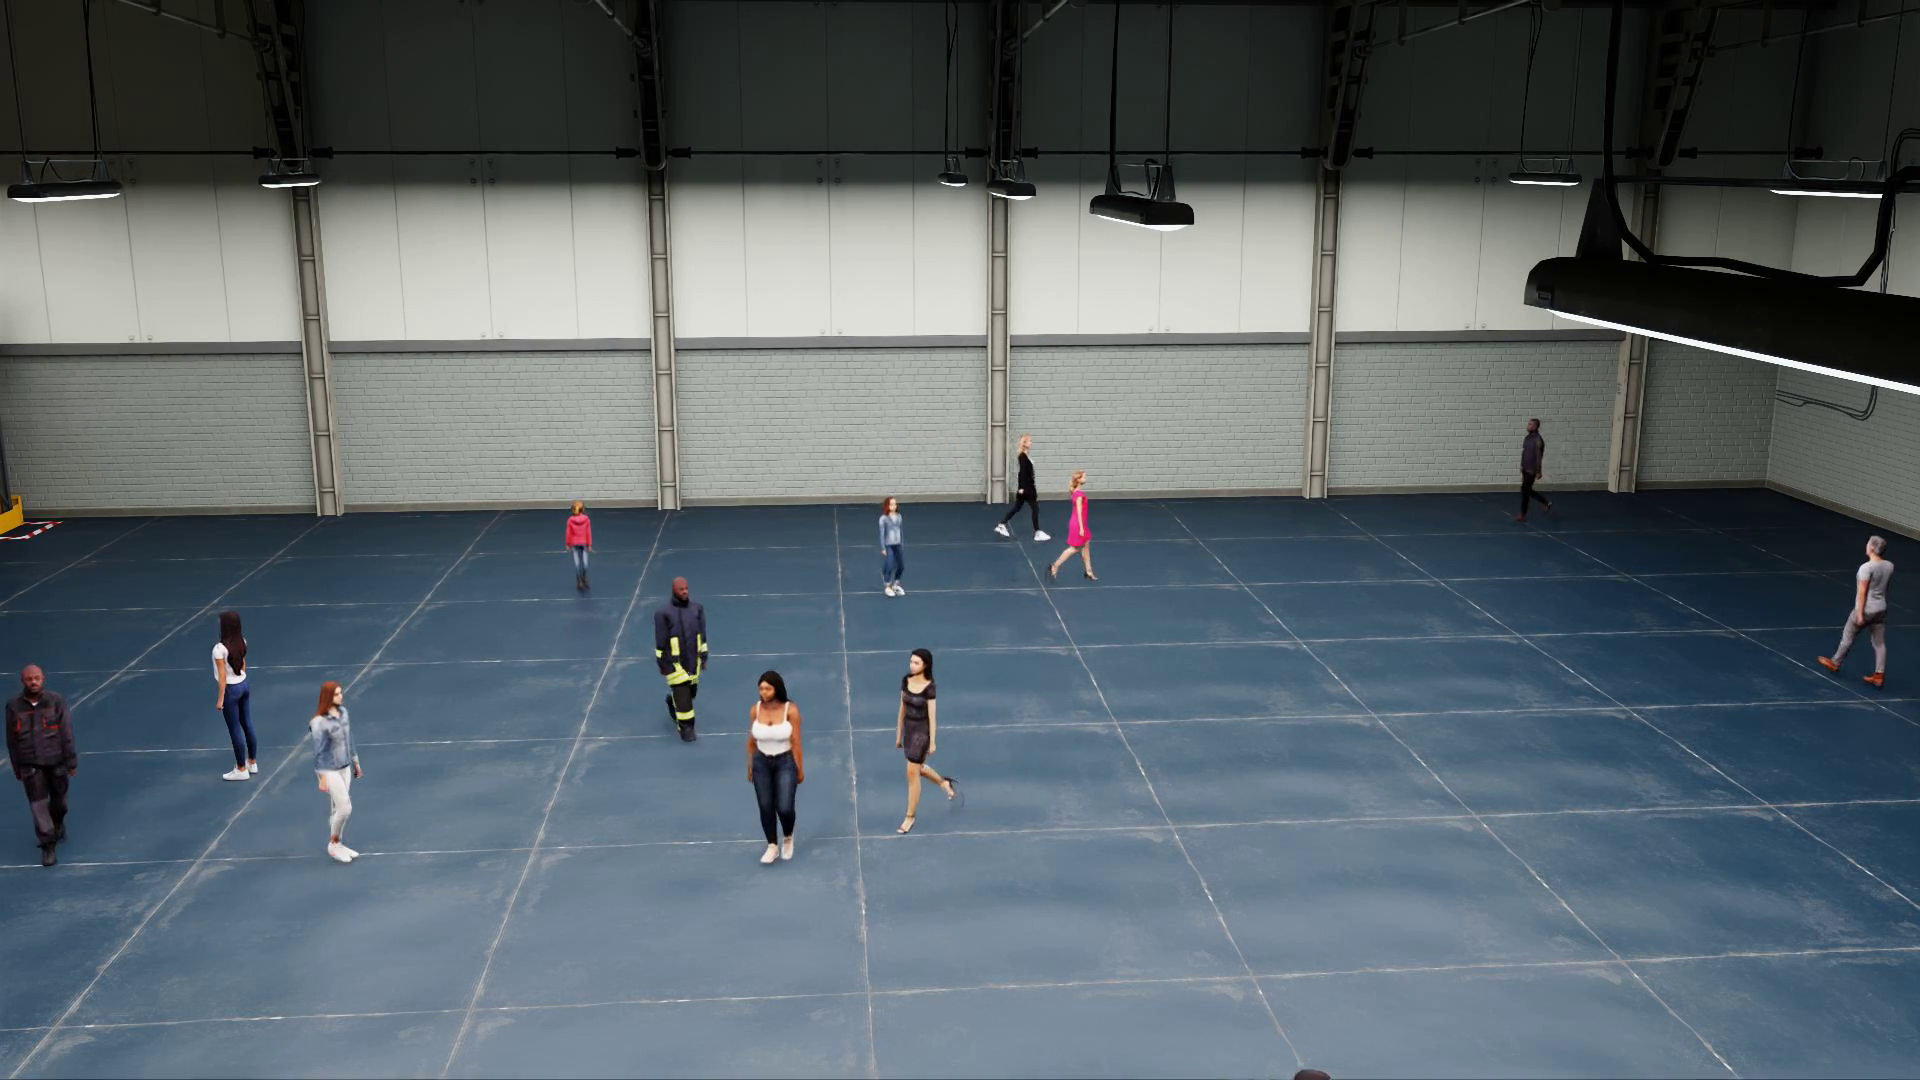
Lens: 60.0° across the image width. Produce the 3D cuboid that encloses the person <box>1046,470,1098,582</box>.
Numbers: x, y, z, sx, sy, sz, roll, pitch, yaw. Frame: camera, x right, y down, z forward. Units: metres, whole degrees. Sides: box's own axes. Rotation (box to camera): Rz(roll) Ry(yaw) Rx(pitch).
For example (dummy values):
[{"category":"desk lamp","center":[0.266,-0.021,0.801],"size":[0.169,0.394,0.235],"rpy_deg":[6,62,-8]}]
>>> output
[{"category":"person","center":[1.680,-0.190,24.813],"size":[1.021,1.696,0.655],"rpy_deg":[1,13,4]}]

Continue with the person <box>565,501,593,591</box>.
[{"category":"person","center":[-5.598,0.099,24.474],"size":[0.881,1.286,0.728],"rpy_deg":[-5,14,-19]}]

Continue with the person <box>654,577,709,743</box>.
[{"category":"person","center":[-3.102,1.268,18.300],"size":[1.232,1.794,1.159],"rpy_deg":[-9,16,-34]}]

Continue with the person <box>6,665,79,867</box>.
[{"category":"person","center":[-8.371,1.985,15.176],"size":[1.197,1.807,1.059],"rpy_deg":[-7,15,-29]}]

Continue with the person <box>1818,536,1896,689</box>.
[{"category":"person","center":[10.997,0.892,19.939],"size":[1.133,1.787,0.949],"rpy_deg":[-5,14,-19]}]

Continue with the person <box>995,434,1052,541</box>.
[{"category":"person","center":[0.981,-0.846,27.492],"size":[1.223,1.766,0.802],"rpy_deg":[2,13,8]}]

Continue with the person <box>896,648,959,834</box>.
[{"category":"person","center":[-0.345,1.874,15.745],"size":[1.124,1.767,0.998],"rpy_deg":[-12,18,-43]}]

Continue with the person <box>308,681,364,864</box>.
[{"category":"person","center":[-5.713,2.082,15.002],"size":[0.676,1.695,0.702],"rpy_deg":[3,13,14]}]

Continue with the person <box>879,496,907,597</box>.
[{"category":"person","center":[-1.032,0.084,24.139],"size":[0.655,1.466,0.744],"rpy_deg":[-10,16,-36]}]

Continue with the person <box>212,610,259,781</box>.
[{"category":"person","center":[-7.415,1.573,17.026],"size":[0.610,1.774,0.642],"rpy_deg":[2,13,10]}]

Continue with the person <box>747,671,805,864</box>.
[{"category":"person","center":[-1.640,2.026,15.009],"size":[0.689,1.802,0.816],"rpy_deg":[3,13,14]}]

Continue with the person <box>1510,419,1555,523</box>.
[{"category":"person","center":[10.018,-1.204,28.934],"size":[1.003,1.812,0.713],"rpy_deg":[-1,13,-4]}]
